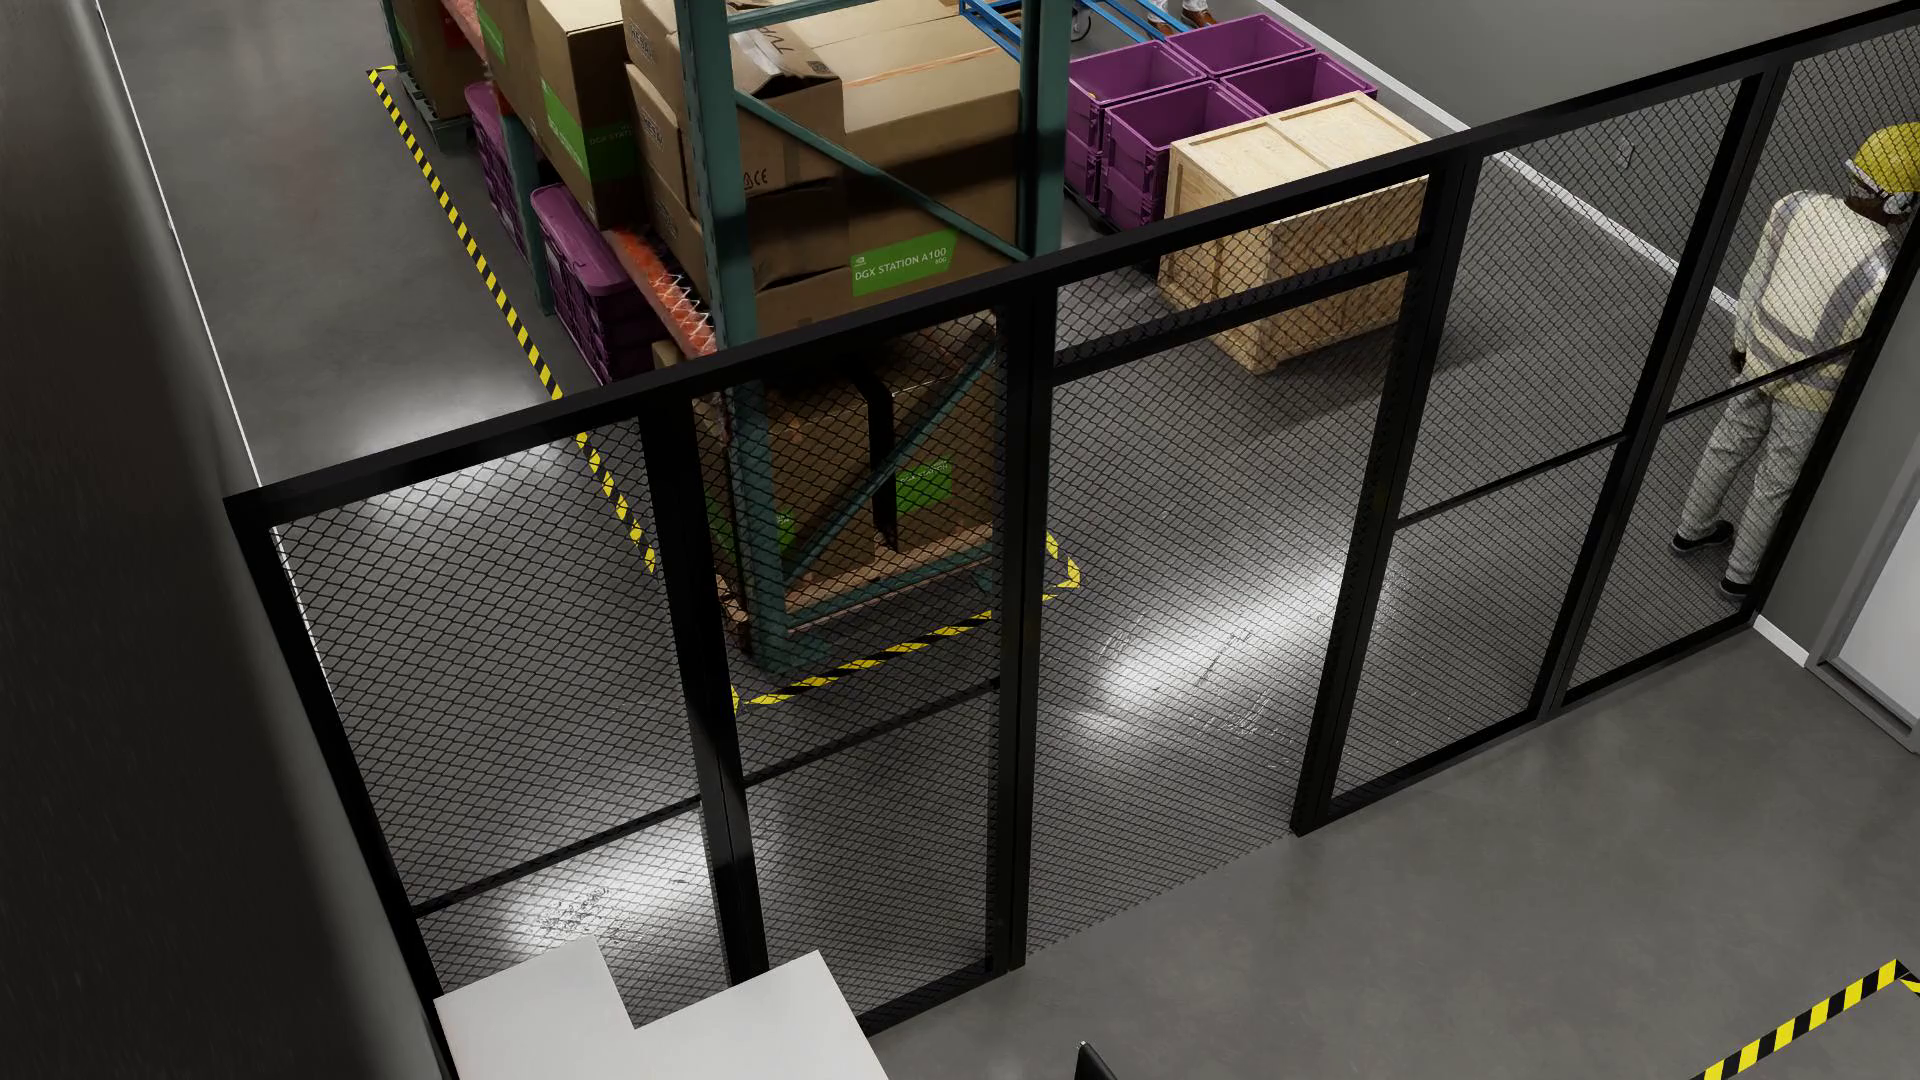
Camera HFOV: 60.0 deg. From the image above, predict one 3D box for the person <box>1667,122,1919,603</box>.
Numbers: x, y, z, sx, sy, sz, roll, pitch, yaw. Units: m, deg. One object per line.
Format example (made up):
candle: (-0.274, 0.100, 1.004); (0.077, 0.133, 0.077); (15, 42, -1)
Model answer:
person: (2.874, -0.579, 5.657); (0.403, 1.830, 0.599); (-14, 44, -15)

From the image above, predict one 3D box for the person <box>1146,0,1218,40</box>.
person: (1.289, -3.631, 8.918); (0.629, 1.939, 0.374); (-21, 46, -21)
